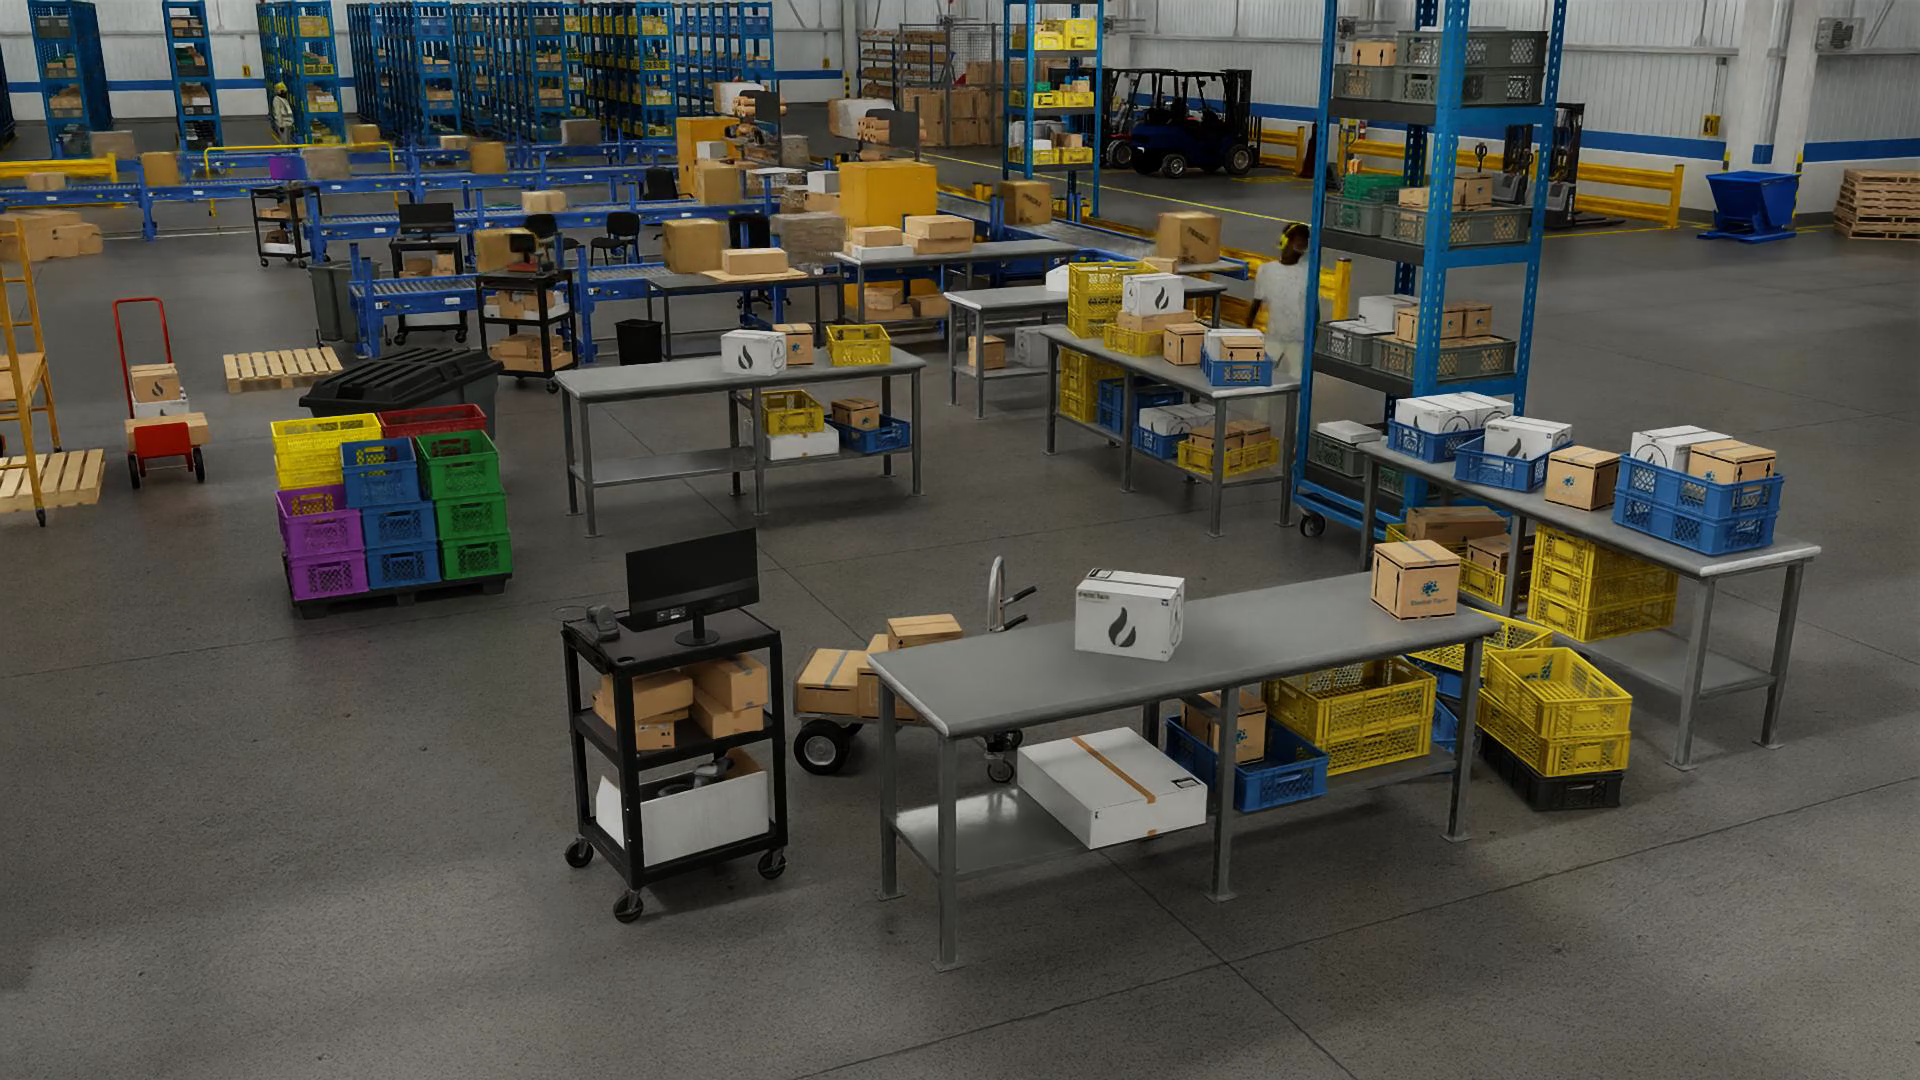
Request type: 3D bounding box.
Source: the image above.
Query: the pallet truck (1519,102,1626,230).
[{"bbox_3d":[9.972,-6.037,26.785,1.885,1.965,0.823,-9,20,-25],"label":"pallet truck"}]

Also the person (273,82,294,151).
[{"bbox_3d":[-15.386,-9.482,37.905,0.404,1.830,0.602,-2,18,-5],"label":"person"}]

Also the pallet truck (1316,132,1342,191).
[{"bbox_3d":[7.723,-7.504,32.656,1.601,1.201,0.680,-8,19,-23],"label":"pallet truck"}]

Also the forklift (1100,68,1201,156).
[{"bbox_3d":[4.082,-9.564,37.410,2.680,1.987,1.157,-8,19,-23],"label":"forklift"}]

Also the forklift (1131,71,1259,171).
[{"bbox_3d":[4.998,-8.936,35.413,2.680,1.987,1.157,-9,20,-25],"label":"forklift"}]

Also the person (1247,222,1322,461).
[{"bbox_3d":[2.469,-1.515,12.796,0.625,1.851,0.358,7,19,20],"label":"person"}]

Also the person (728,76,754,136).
[{"bbox_3d":[-4.928,-9.413,37.431,0.614,1.988,0.396,4,18,11],"label":"person"}]

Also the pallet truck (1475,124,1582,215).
[{"bbox_3d":[9.707,-6.455,28.103,1.885,1.965,0.823,-7,19,-20],"label":"pallet truck"}]

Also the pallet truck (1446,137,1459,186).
[{"bbox_3d":[9.184,-6.485,29.328,1.630,1.274,0.653,-8,19,-23],"label":"pallet truck"}]

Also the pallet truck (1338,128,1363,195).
[{"bbox_3d":[7.845,-7.140,31.411,1.522,1.261,0.704,-9,20,-25],"label":"pallet truck"}]
